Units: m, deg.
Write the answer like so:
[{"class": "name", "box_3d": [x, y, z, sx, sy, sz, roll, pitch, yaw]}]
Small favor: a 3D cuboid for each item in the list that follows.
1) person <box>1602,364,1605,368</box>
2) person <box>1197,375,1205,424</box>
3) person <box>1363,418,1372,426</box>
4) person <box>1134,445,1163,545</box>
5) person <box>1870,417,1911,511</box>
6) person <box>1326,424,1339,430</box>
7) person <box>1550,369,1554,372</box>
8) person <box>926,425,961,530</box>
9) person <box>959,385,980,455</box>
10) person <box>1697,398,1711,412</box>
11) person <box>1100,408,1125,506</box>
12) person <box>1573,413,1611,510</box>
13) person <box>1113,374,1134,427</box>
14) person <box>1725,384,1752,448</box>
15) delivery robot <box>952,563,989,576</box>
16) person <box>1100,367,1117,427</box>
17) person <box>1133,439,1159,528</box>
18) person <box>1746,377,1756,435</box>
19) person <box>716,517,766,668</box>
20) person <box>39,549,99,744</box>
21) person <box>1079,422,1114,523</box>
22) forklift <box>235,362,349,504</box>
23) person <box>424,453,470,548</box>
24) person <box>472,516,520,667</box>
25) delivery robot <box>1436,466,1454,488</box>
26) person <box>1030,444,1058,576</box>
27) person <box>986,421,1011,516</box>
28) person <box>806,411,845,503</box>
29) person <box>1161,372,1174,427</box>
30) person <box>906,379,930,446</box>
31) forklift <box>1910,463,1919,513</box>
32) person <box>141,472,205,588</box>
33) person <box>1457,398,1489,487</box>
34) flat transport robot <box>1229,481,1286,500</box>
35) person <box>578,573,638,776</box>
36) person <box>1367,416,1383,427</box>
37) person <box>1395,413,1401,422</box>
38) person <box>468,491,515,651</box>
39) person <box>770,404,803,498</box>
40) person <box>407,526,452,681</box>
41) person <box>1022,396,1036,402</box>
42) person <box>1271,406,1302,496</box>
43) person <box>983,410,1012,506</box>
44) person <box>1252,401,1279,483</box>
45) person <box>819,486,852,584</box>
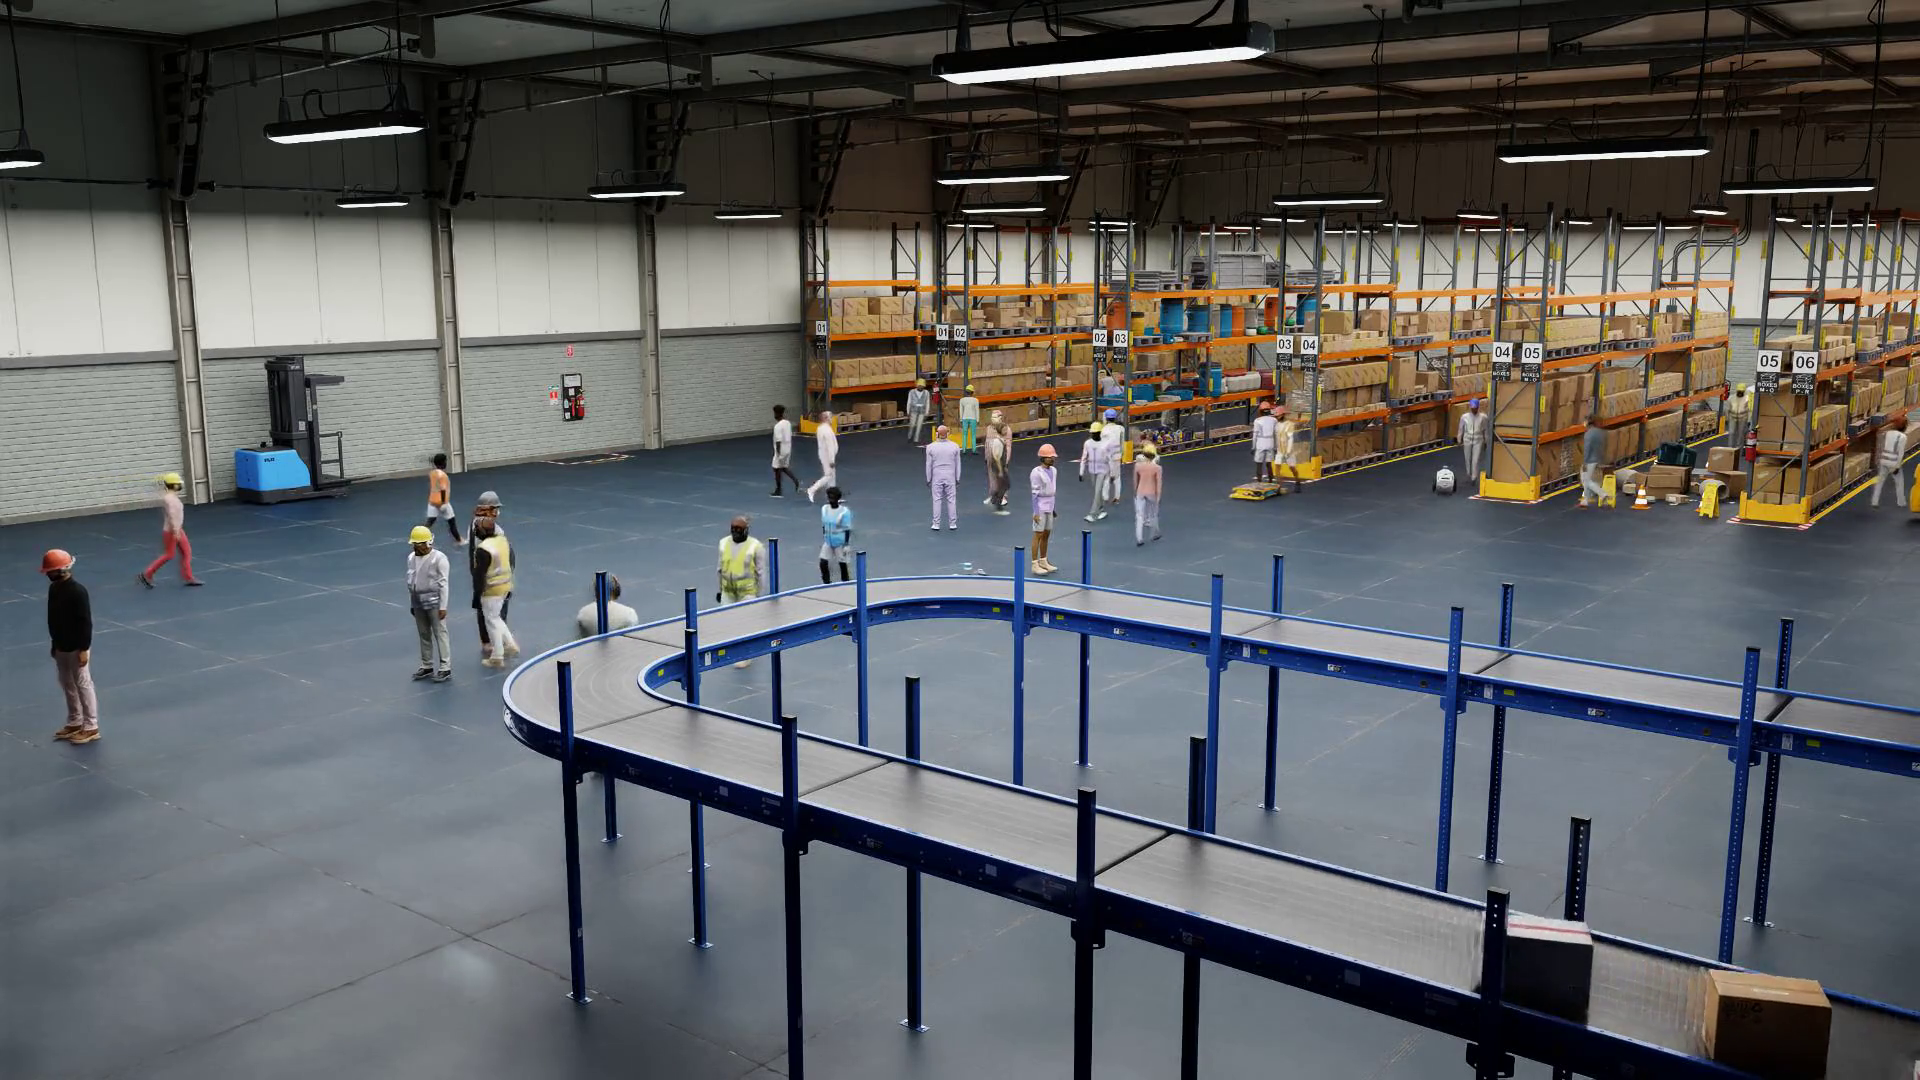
[{"class": "person", "box_3d": [19.344, -4.438, 47.345, 0.973, 1.814, 0.542, 8, 13, 39]}, {"class": "person", "box_3d": [7.223, -4.269, 46.337, 0.566, 1.839, 0.529, 7, 12, 33]}, {"class": "person", "box_3d": [12.157, -4.389, 46.634, 0.611, 1.968, 0.471, 4, 11, 23]}, {"class": "person", "box_3d": [3.258, -0.788, 27.057, 0.537, 1.718, 0.906, 5, 11, 24]}, {"class": "person", "box_3d": [18.292, -1.484, 30.602, 0.928, 1.840, 0.634, -3, 10, -14]}, {"class": "person", "box_3d": [10.854, -4.135, 45.340, 0.575, 1.914, 0.639, 7, 12, 36]}, {"class": "person", "box_3d": [18.577, -4.813, 49.316, 0.994, 1.881, 0.619, 4, 11, 20]}, {"class": "person", "box_3d": [-0.306, -1.132, 28.456, 0.639, 1.913, 0.409, -1, 10, -7]}, {"class": "person", "box_3d": [0.247, -3.051, 39.667, 0.526, 1.768, 0.314, 3, 10, 16]}, {"class": "person", "box_3d": [21.623, -3.996, 45.507, 0.887, 1.580, 0.526, 6, 12, 30]}, {"class": "person", "box_3d": [3.017, -1.662, 31.331, 0.605, 1.951, 0.380, -5, 11, -25]}, {"class": "person", "box_3d": [12.422, -1.521, 30.637, 0.654, 1.919, 0.631, 9, 14, 42]}, {"class": "person", "box_3d": [4.357, -3.474, 41.733, 0.571, 1.882, 1.009, 6, 12, 29]}, {"class": "person", "box_3d": [19.635, -3.038, 39.494, 0.626, 1.792, 0.873, 6, 12, 32]}, {"class": "delivery robot", "box_3d": [0.113, 0.452, 22.481, 0.698, 0.223, 0.335, -9, 14, -43]}, {"class": "person", "box_3d": [4.333, -4.095, 45.299, 0.531, 1.854, 0.464, 1, 10, 8]}, {"class": "person", "box_3d": [3.399, -1.048, 28.790, 0.537, 1.621, 0.504, -5, 11, -26]}, {"class": "person", "box_3d": [21.179, -3.441, 41.601, 0.596, 1.851, 0.792, 4, 11, 21]}, {"class": "person", "box_3d": [-2.640, 0.615, 18.852, 0.648, 1.828, 0.459, 4, 11, 20]}, {"class": "person", "box_3d": [-9.049, 1.069, 15.871, 0.628, 1.991, 0.398, 6, 12, 32]}, {"class": "person", "box_3d": [2.563, -1.282, 29.404, 0.609, 1.874, 0.992, 7, 12, 35]}, {"class": "forklift", "box_3d": [-13.803, -2.244, 32.110, 1.129, 2.768, 1.873, 8, 13, 37]}, {"class": "person", "box_3d": [-8.793, -0.642, 26.435, 0.924, 1.647, 0.537, -10, 14, -44]}, {"class": "person", "box_3d": [-5.629, 0.618, 18.860, 0.435, 1.823, 0.666, 1, 10, 7]}, {"class": "delivery robot", "box_3d": [10.294, -1.320, 33.189, 0.477, 0.478, 0.707, 3, 10, 16]}, {"class": "person", "box_3d": [1.341, -0.487, 24.455, 0.391, 2.045, 0.608, 7, 12, 36]}, {"class": "person", "box_3d": [0.784, -1.369, 30.020, 0.420, 1.827, 0.533, 2, 10, 8]}, {"class": "person", "box_3d": [-2.710, -1.657, 31.460, 0.757, 1.884, 0.652, -3, 11, -18]}, {"class": "person", "box_3d": [6.157, -4.177, 46.433, 0.319, 1.617, 0.706, 6, 12, 30]}, {"class": "person", "box_3d": [-1.108, -3.389, 41.527, 0.631, 1.783, 0.462, -2, 10, -9]}, {"class": "forklift", "box_3d": [19.034, -1.348, 28.998, 2.313, 2.155, 1.214, 8, 13, 37]}, {"class": "person", "box_3d": [-11.828, -0.147, 23.381, 0.766, 1.743, 0.519, -2, 10, -12]}, {"class": "person", "box_3d": [11.254, -2.166, 34.324, 0.632, 1.913, 0.931, 4, 11, 22]}, {"class": "flat transport robot", "box_3d": [6.222, -1.034, 32.643, 0.652, 0.197, 1.431, 7, 12, 34]}, {"class": "person", "box_3d": [-3.303, 1.247, 15.086, 0.655, 1.899, 0.930, 3, 10, 16]}, {"class": "person", "box_3d": [12.308, -4.250, 46.039, 0.407, 1.902, 0.639, -8, 13, -38]}, {"class": "person", "box_3d": [13.335, -4.473, 47.204, 0.370, 1.934, 0.627, 1, 10, 7]}, {"class": "person", "box_3d": [-5.822, 0.414, 19.511, 0.535, 2.000, 0.697, -8, 13, -38]}, {"class": "person", "box_3d": [-3.620, -1.841, 32.343, 0.637, 1.946, 0.629, 4, 11, 23]}, {"class": "person", "box_3d": [-6.206, 0.731, 18.221, 0.586, 1.823, 0.403, 5, 11, 24]}, {"class": "person", "box_3d": [2.075, -4.384, 46.715, 0.588, 1.927, 0.365, 8, 13, 39]}, {"class": "person", "box_3d": [6.850, -1.893, 32.828, 0.984, 1.886, 0.560, -10, 14, -43]}, {"class": "person", "box_3d": [0.733, -1.656, 31.420, 0.651, 1.907, 0.409, 9, 14, 42]}, {"class": "person", "box_3d": [6.481, -1.973, 33.183, 0.639, 1.913, 0.516, -2, 10, -13]}, {"class": "person", "box_3d": [-1.811, 0.066, 22.358, 0.546, 1.666, 0.666, 6, 12, 31]}]
